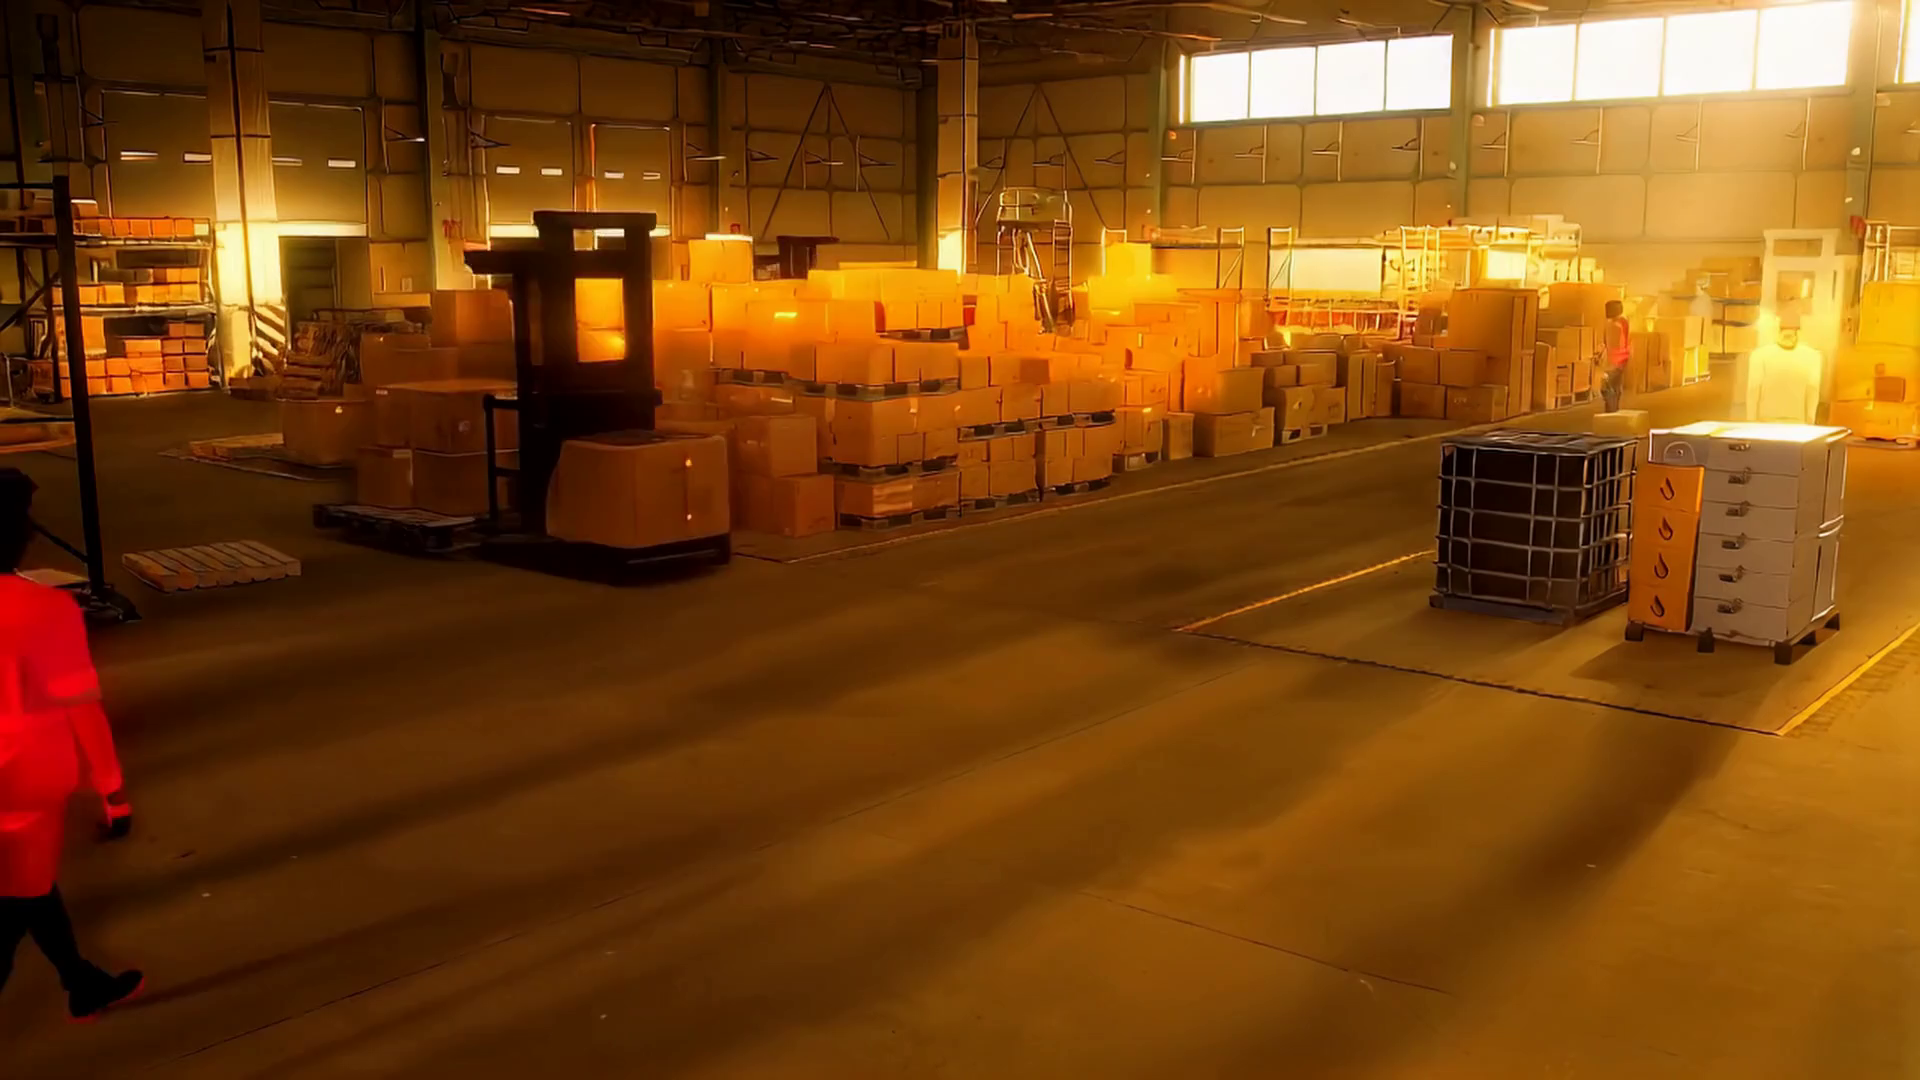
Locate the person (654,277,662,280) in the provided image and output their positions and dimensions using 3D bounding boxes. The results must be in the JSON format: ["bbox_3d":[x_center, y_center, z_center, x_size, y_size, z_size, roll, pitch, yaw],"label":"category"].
[{"bbox_3d":[-6.513,-4.724,36.011,0.637,1.929,0.368,-5,11,-24],"label":"person"}]

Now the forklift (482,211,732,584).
[{"bbox_3d":[-2.810,-1.182,13.120,1.873,2.768,1.129,8,13,40],"label":"forklift"}]

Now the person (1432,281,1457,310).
[{"bbox_3d":[9.736,-4.317,33.797,0.806,1.898,0.379,1,10,6],"label":"person"}]

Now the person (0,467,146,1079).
[{"bbox_3d":[-2.892,0.720,5.053,0.622,1.917,1.017,2,10,12],"label":"person"}]

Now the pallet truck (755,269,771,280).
[{"bbox_3d":[-4.996,-6.432,45.525,1.885,1.965,0.823,-6,12,-32],"label":"pallet truck"}]

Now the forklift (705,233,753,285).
[{"bbox_3d":[-4.442,-4.533,32.201,1.873,2.768,1.129,8,13,40],"label":"forklift"}]

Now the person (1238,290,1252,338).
[{"bbox_3d":[6.101,-4.560,35.857,0.890,1.644,0.549,4,11,20],"label":"person"}]

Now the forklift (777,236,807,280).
[{"bbox_3d":[-4.015,-5.887,39.913,1.873,2.768,1.129,4,11,20],"label":"forklift"}]

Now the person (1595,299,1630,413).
[{"bbox_3d":[9.004,-2.399,23.010,0.429,1.844,0.626,6,12,33],"label":"person"}]

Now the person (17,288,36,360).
[{"bbox_3d":[-20.236,-4.619,36.060,0.315,1.696,0.541,-6,12,-31],"label":"person"}]

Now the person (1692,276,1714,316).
[{"bbox_3d":[14.804,-4.275,33.250,0.611,1.995,0.380,-8,13,-40],"label":"person"}]

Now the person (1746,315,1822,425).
[{"bbox_3d":[7.678,-1.134,15.548,0.627,1.934,0.372,2,10,13],"label":"person"}]

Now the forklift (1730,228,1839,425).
[{"bbox_3d":[12.171,-3.147,24.311,1.129,2.768,1.873,8,13,40],"label":"forklift"}]
